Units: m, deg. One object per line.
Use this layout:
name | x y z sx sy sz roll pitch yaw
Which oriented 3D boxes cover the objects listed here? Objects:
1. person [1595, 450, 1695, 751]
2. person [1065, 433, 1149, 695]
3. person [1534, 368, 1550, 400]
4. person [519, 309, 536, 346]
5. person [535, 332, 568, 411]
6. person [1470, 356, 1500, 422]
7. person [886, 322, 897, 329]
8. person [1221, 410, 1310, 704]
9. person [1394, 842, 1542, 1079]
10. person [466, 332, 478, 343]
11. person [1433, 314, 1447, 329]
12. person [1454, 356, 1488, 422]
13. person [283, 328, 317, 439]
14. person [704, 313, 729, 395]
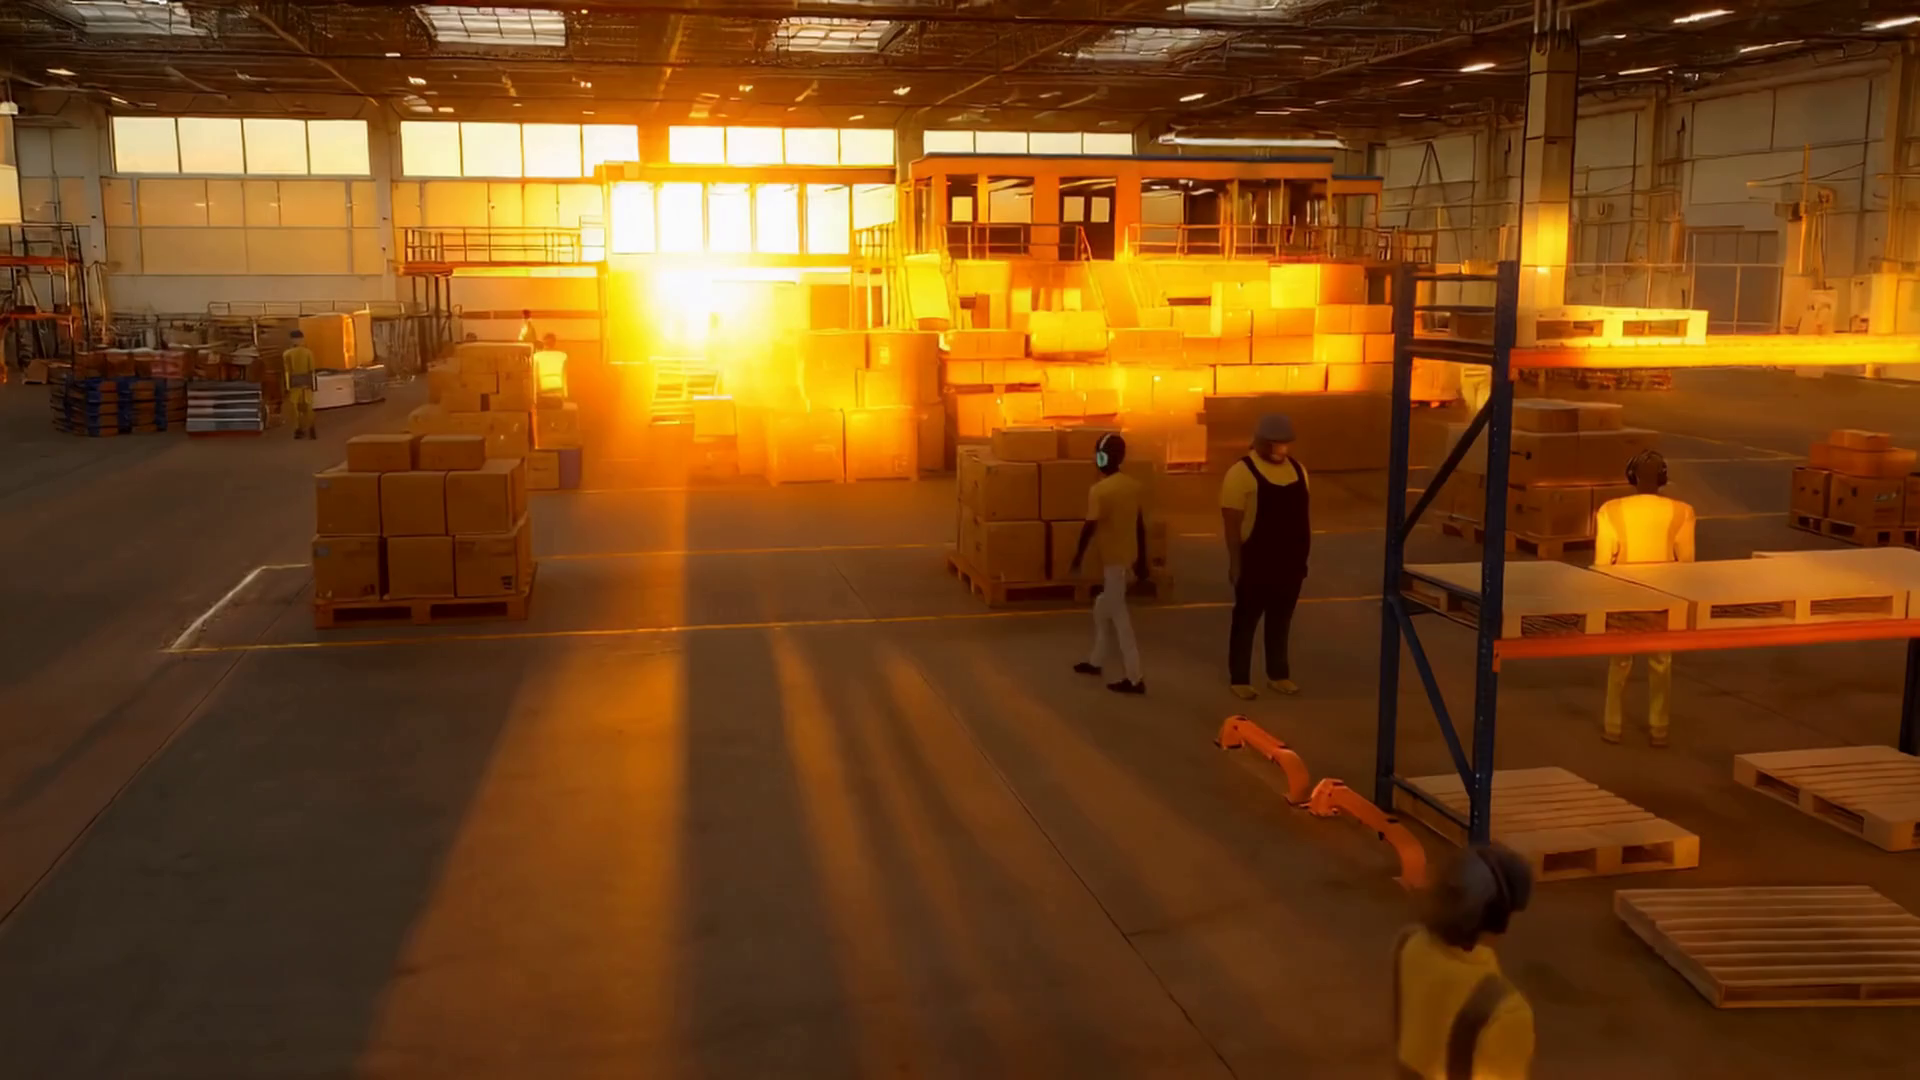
person | 4.245 0.376 10.363 0.574 1.884 0.356 3 10 17
person | 1.010 0.163 11.846 0.856 1.831 0.497 8 12 41
person | 12.944 -3.928 37.020 0.484 1.745 0.297 -8 12 -39
person | -12.299 -5.684 47.469 0.532 1.831 0.621 -9 13 -43
person | -7.049 -2.631 28.635 0.615 1.899 0.464 -6 11 -31
person | 9.823 -2.996 30.909 0.900 1.896 0.661 7 11 35
person | -1.557 -3.716 35.423 0.499 1.853 0.518 0 9 1
person | 2.167 0.108 11.518 0.689 2.000 0.537 -5 11 -28
person | 1.163 1.532 4.122 0.730 1.616 0.515 -3 10 -19
person | -9.593 -3.231 32.817 0.549 1.714 0.892 1 9 5
person | 13.795 -5.805 48.184 0.940 1.853 0.574 -8 12 -40
person | 9.441 -2.911 30.647 0.636 1.810 0.807 -3 10 -20
person | -11.545 -2.728 29.114 0.542 1.939 0.368 -6 11 -34
person | -5.753 -4.347 38.975 0.636 1.933 0.769 6 11 34
